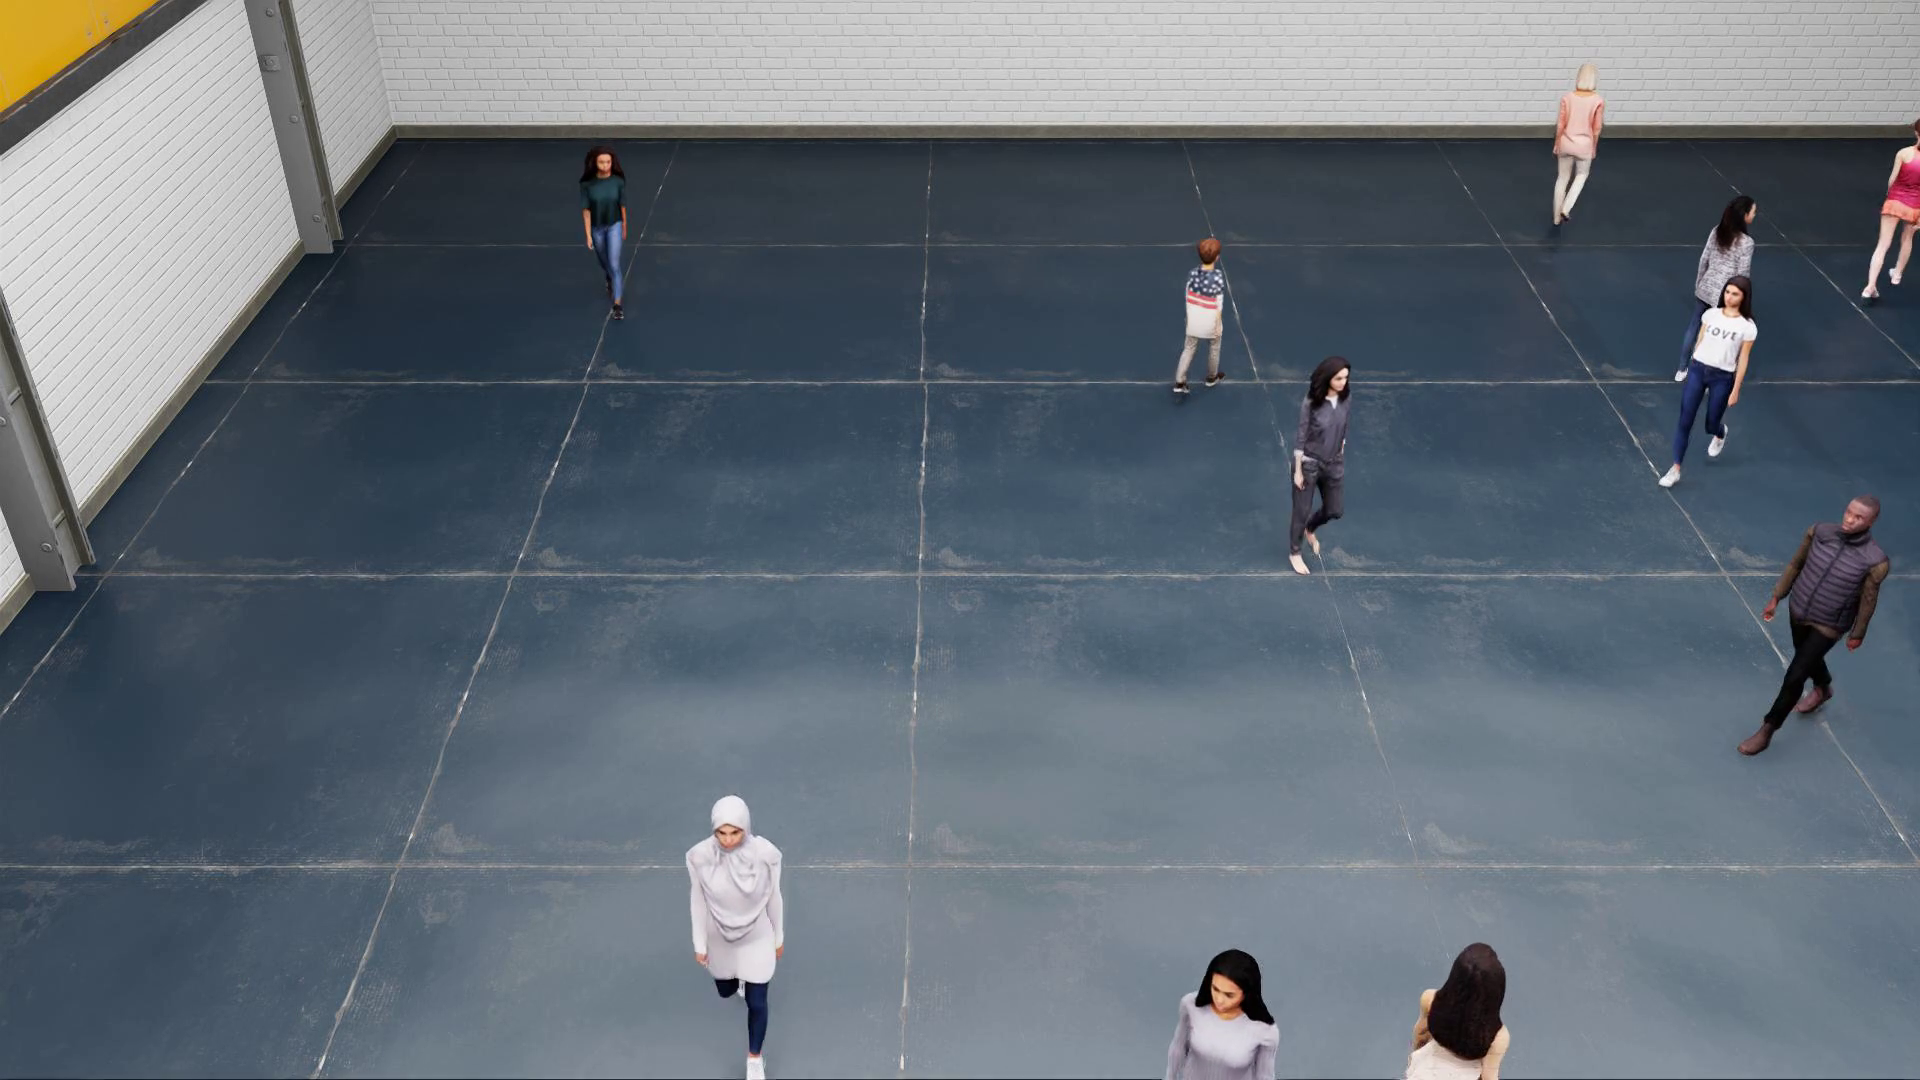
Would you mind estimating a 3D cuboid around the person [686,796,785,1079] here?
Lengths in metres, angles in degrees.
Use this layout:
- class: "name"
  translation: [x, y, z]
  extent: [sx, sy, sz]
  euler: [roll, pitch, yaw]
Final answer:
- class: "person"
  translation: [-1.077, 1.900, 8.209]
  extent: [0.607, 1.758, 0.949]
  euler: [1, 34, 1]

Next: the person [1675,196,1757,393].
- class: "person"
  translation: [6.506, -2.122, 14.283]
  extent: [0.746, 1.732, 0.624]
  euler: [-17, 37, -23]

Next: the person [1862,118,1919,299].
- class: "person"
  translation: [8.913, -3.111, 15.792]
  extent: [0.919, 1.709, 1.177]
  euler: [20, 38, 27]

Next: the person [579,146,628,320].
- class: "person"
  translation: [-3.341, -2.951, 15.670]
  extent: [0.741, 1.577, 1.159]
  euler: [-5, 34, -8]

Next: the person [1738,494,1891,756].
- class: "person"
  translation: [5.382, 0.474, 10.322]
  extent: [1.104, 1.793, 1.239]
  euler: [-15, 37, -22]

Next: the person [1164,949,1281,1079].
- class: "person"
  translation: [1.205, 2.421, 7.461]
  extent: [0.833, 1.718, 0.917]
  euler: [21, 39, 28]

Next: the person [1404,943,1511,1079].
- class: "person"
  translation: [2.082, 2.516, 7.343]
  extent: [0.967, 1.690, 1.123]
  euler: [22, 40, 30]

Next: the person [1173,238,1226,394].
- class: "person"
  translation: [2.056, -1.882, 14.205]
  extent: [0.830, 1.418, 0.958]
  euler: [20, 38, 27]

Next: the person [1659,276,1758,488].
- class: "person"
  translation: [5.887, -1.250, 12.948]
  extent: [1.053, 1.757, 1.008]
  euler: [-27, 42, -34]

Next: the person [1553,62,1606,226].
- class: "person"
  translation: [6.354, -4.054, 17.206]
  extent: [0.735, 1.714, 0.774]
  euler: [15, 36, 21]

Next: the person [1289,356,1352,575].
- class: "person"
  translation: [2.510, -0.583, 11.952]
  extent: [0.705, 1.750, 0.742]
  euler: [-11, 35, -16]
